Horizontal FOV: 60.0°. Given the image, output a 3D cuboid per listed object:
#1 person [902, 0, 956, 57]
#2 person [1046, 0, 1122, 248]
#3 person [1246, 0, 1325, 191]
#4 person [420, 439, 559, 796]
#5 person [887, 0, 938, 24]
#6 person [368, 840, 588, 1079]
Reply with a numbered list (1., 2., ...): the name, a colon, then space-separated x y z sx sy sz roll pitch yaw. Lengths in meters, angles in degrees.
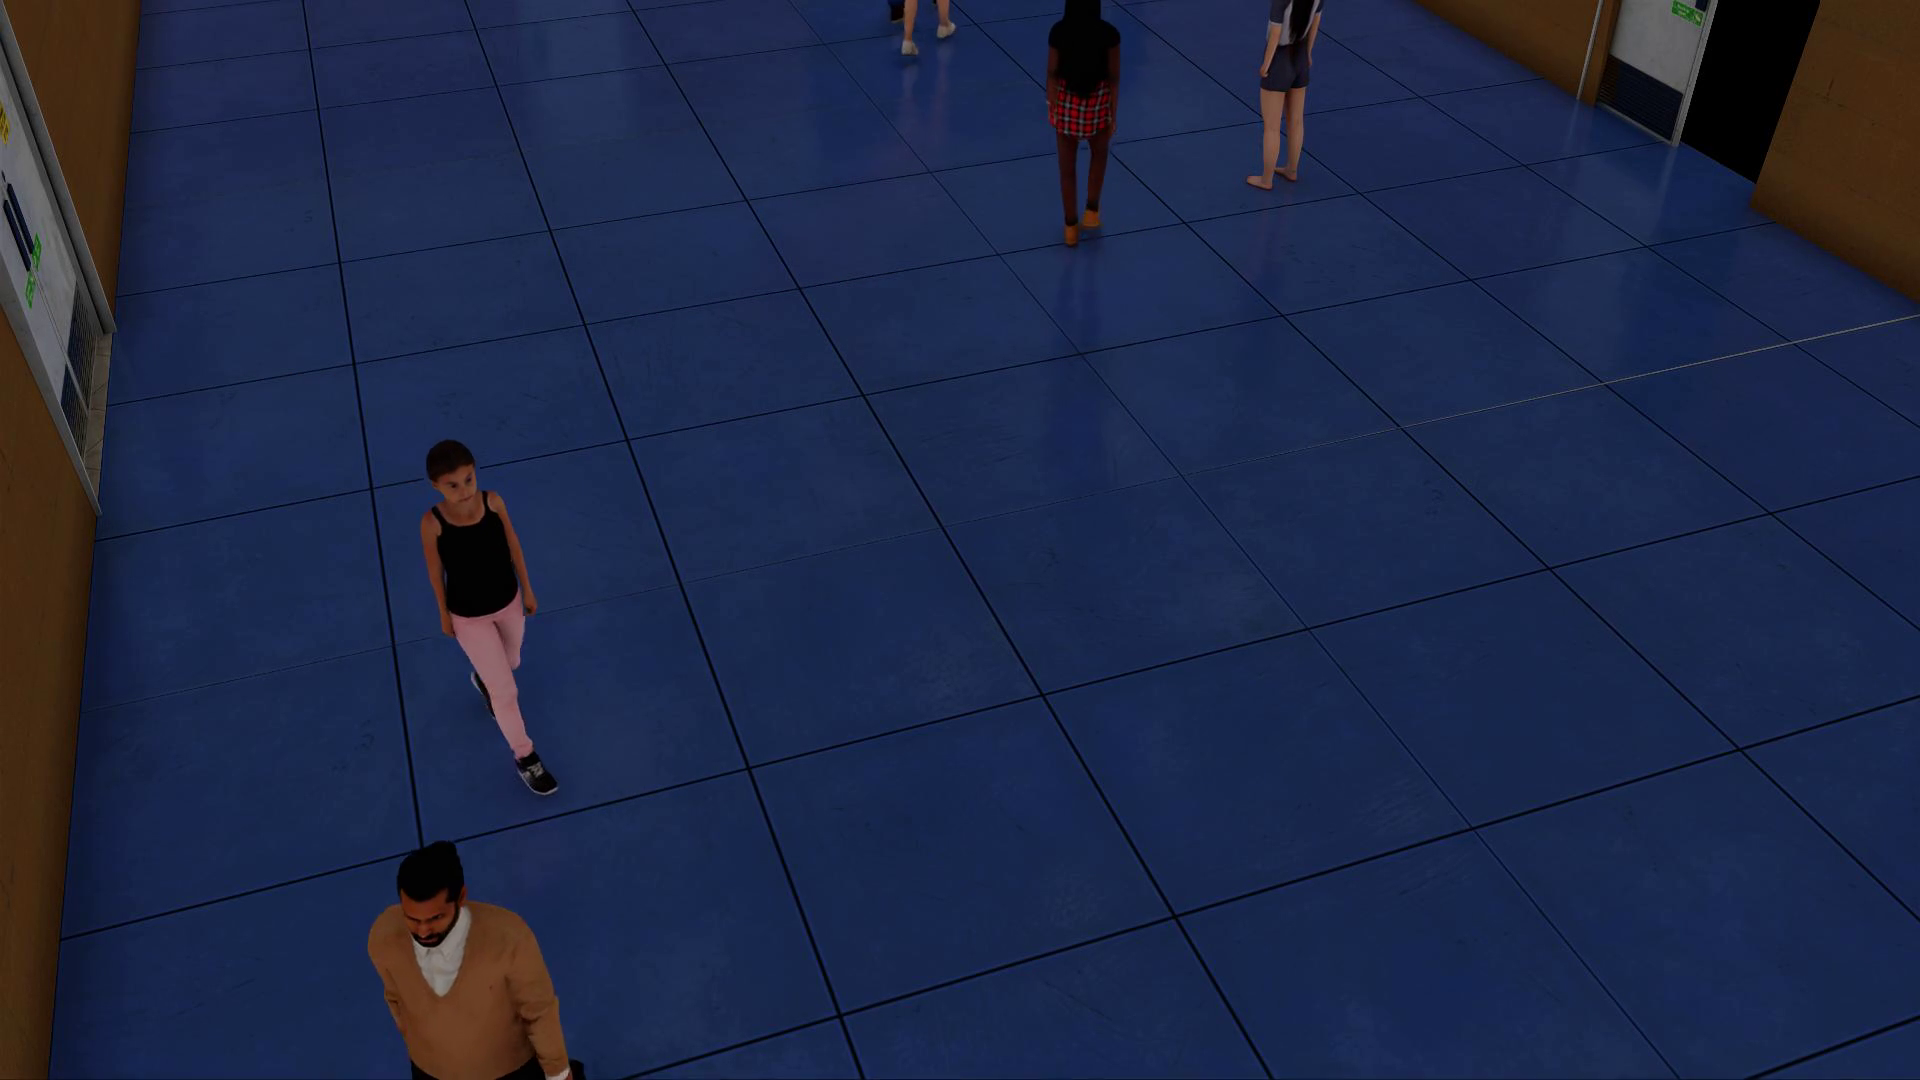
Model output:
1. person: -0.309 -4.638 13.011 1.105 1.720 1.103 13 39 16
2. person: 0.755 -2.615 10.315 0.660 1.721 0.760 3 37 4
3. person: 2.191 -3.149 11.085 0.548 1.651 0.704 -23 42 -27
4. person: -1.920 0.245 6.660 1.013 1.534 0.819 -27 44 -31
5. person: -0.391 -5.128 13.580 1.212 1.821 1.285 17 40 21
6. person: -1.367 1.451 4.890 1.185 1.730 1.005 0 37 1
